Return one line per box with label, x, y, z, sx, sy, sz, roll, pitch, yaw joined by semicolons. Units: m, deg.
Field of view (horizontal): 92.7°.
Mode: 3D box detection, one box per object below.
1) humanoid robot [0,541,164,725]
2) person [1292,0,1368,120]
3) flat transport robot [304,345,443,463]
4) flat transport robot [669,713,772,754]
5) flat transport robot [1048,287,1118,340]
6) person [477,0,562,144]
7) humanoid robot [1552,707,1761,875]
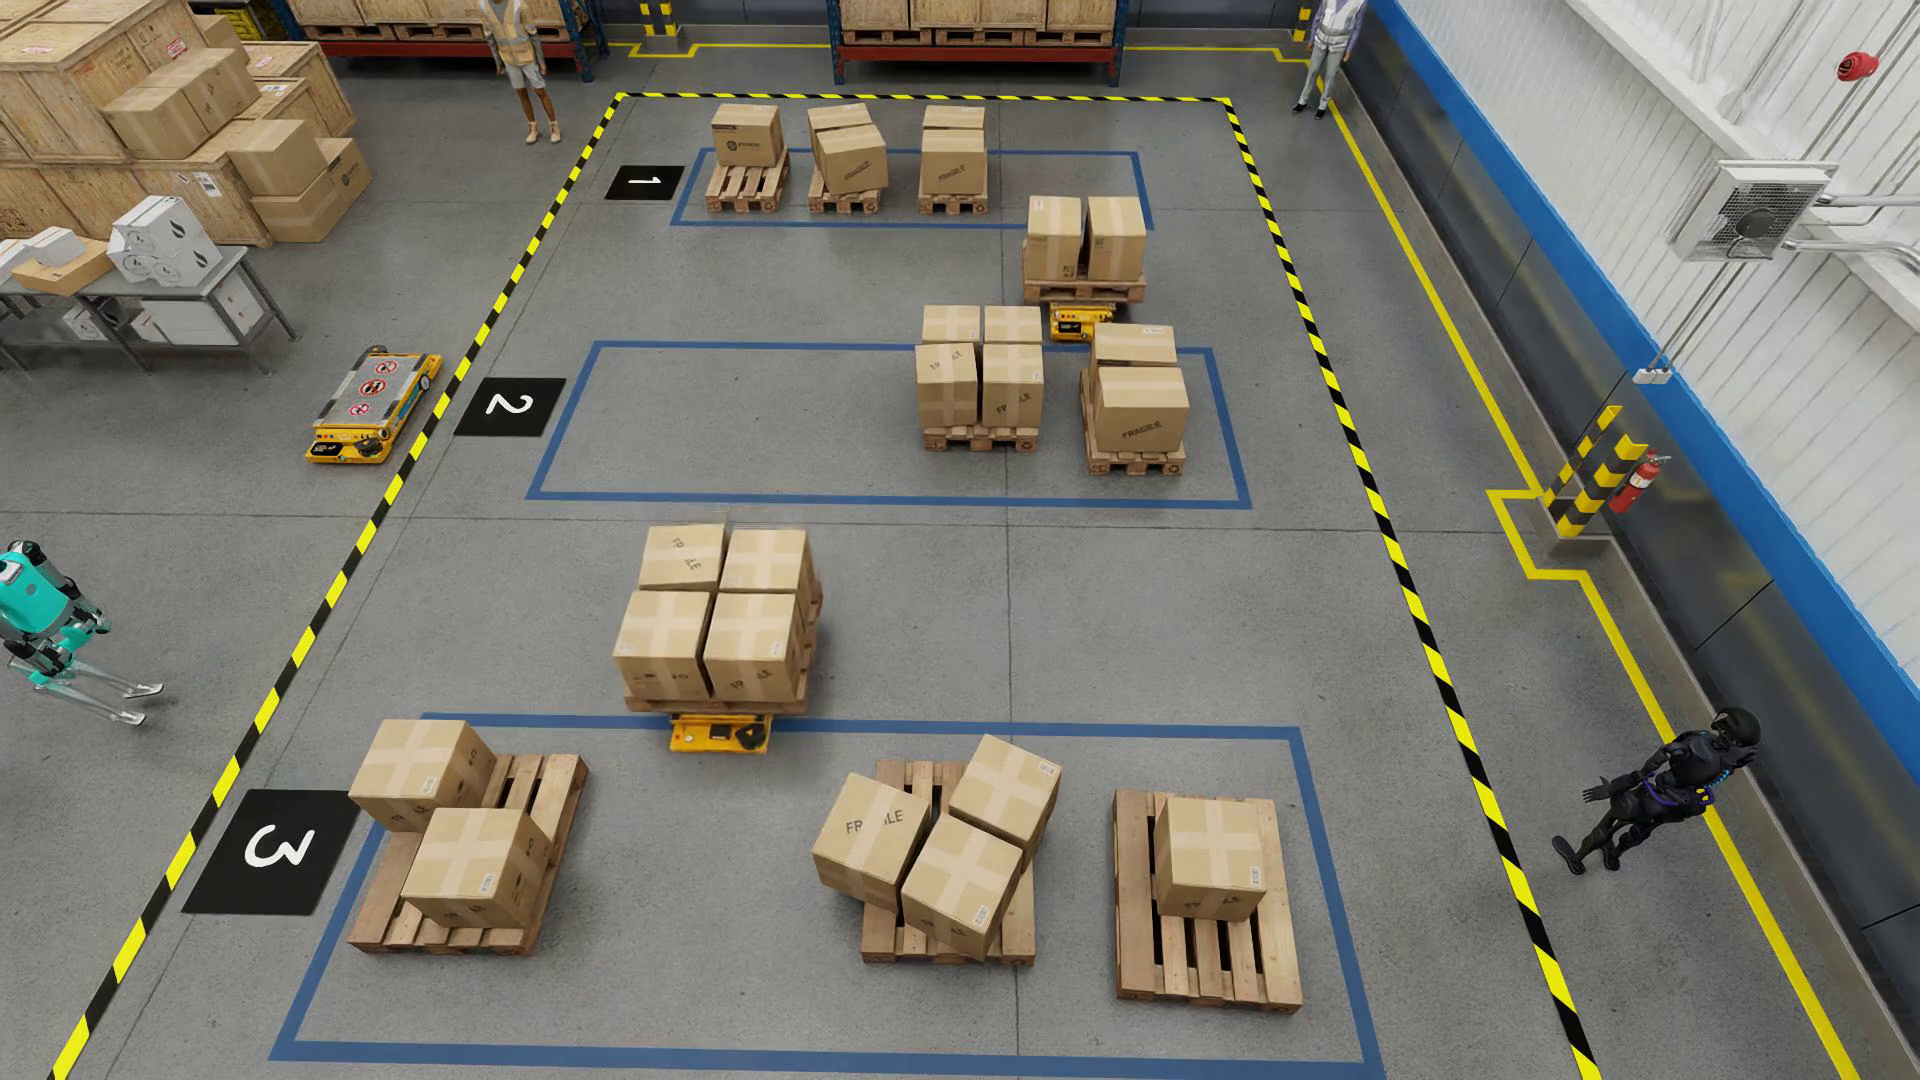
humanoid robot;-5.855;0.605;5.805;0.735;1.677;0.533;0;50;0
person;4.744;-6.360;11.723;0.599;1.830;0.404;28;55;22
flat transport robot;-5.383;-1.269;8.441;0.659;0.231;1.431;1;50;1
flat transport robot;-1.632;0.851;6.629;0.652;0.197;1.431;1;50;1
flat transport robot;1.250;-2.603;9.552;0.652;0.197;1.431;1;50;1
person;-5.381;-5.861;11.165;0.614;2.041;0.380;-1;50;-1
humanoid robot;3.955;1.445;5.212;0.599;1.657;0.315;-1;50;-1
